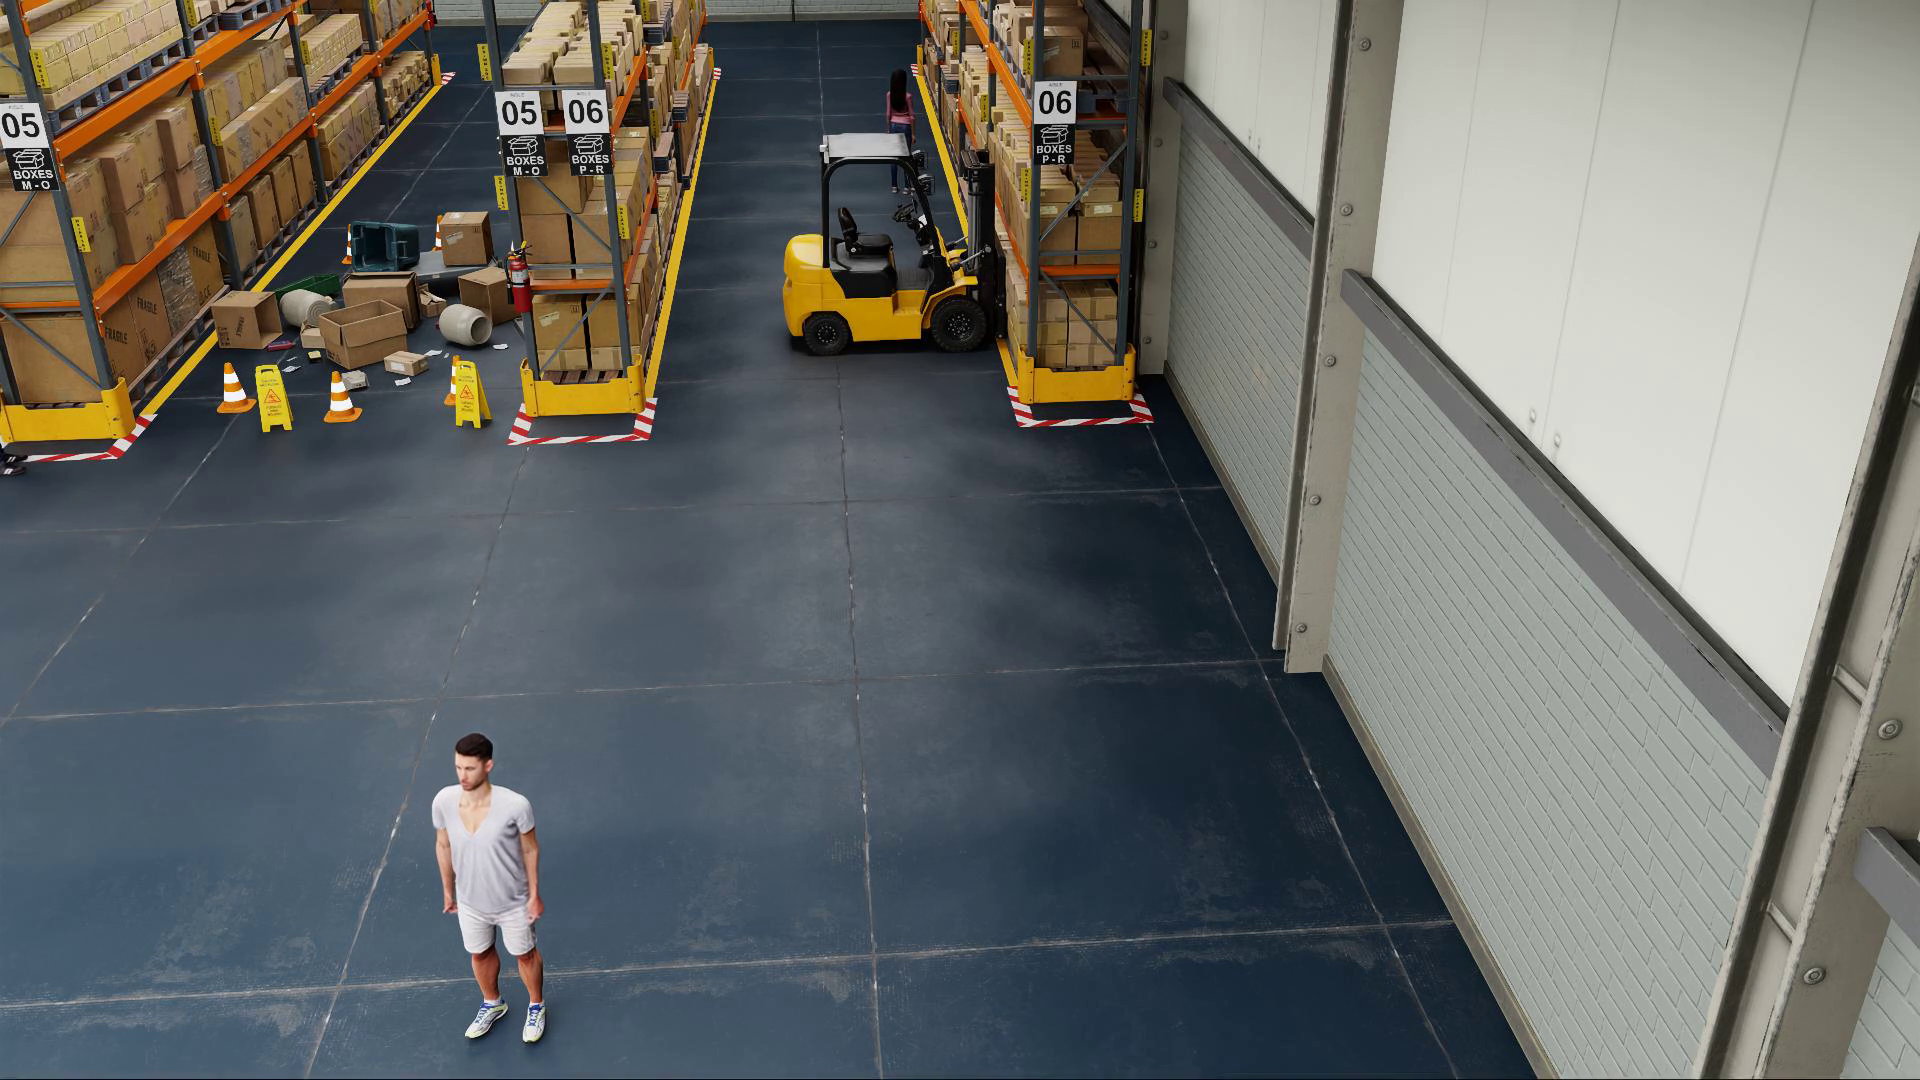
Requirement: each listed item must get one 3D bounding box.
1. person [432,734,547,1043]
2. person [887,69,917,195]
[{"bbox_3d":[-2.425,1.805,8.658,0.728,1.854,0.626,3,27,5],"label":"person"},{"bbox_3d":[-0.845,-5.784,23.517,0.640,1.743,0.643,9,29,17],"label":"person"}]
